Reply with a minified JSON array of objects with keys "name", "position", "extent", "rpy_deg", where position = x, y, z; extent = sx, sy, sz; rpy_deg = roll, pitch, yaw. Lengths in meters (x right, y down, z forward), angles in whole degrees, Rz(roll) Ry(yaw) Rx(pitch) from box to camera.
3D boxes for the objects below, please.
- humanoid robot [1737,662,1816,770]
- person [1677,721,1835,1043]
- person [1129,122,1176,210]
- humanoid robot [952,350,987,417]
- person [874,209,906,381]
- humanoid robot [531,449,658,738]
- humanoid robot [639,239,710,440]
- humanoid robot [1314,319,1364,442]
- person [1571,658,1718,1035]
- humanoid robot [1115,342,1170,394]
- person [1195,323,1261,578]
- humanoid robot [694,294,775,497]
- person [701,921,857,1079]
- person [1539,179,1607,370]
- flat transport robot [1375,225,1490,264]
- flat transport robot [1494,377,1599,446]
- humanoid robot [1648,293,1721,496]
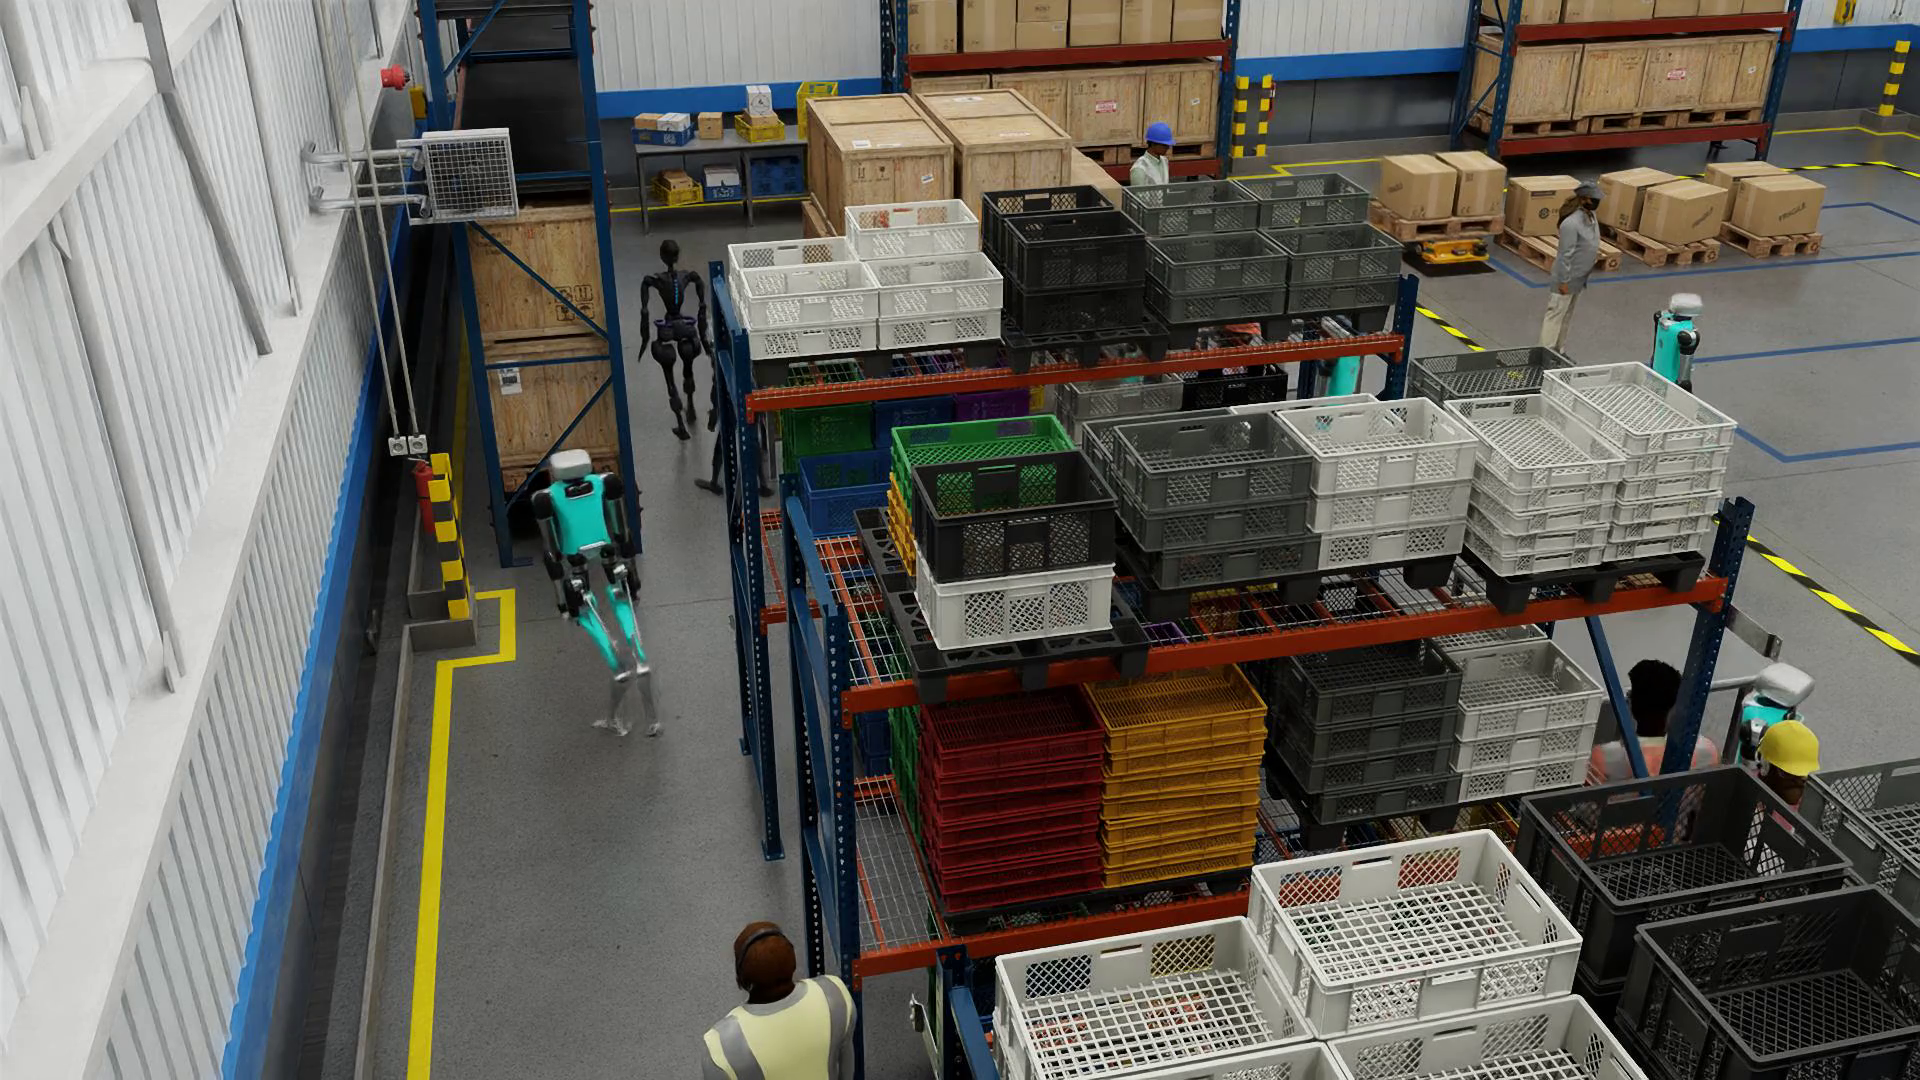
[{"name":"humanoid robot","position":[3.872,1.417,7.711],"extent":[0.736,1.722,0.531],"rpy_deg":[21,34,34]},{"name":"person","position":[3.479,1.587,7.354],"extent":[0.589,1.837,0.404],"rpy_deg":[0,28,1]},{"name":"person","position":[1.838,-3.076,16.097],"extent":[0.411,1.939,0.602],"rpy_deg":[17,32,29]},{"name":"humanoid robot","position":[-0.105,-0.473,11.488],"extent":[0.750,1.897,0.531],"rpy_deg":[19,33,32]},{"name":"person","position":[-0.530,-1.942,14.053],"extent":[0.872,1.827,0.655],"rpy_deg":[8,29,15]},{"name":"humanoid robot","position":[-2.070,0.394,9.729],"extent":[0.550,1.775,0.802],"rpy_deg":[-14,31,-25]},{"name":"humanoid robot","position":[-2.373,-1.679,13.735],"extent":[0.609,1.641,0.550],"rpy_deg":[-13,30,-22]},{"name":"humanoid robot","position":[2.476,-0.774,12.004],"extent":[0.754,1.839,0.549],"rpy_deg":[22,35,36]},{"name":"person","position":[3.050,1.428,7.539],"extent":[0.628,1.943,0.669],"rpy_deg":[-1,28,-2]},{"name":"humanoid robot","position":[1.341,-1.377,13.102],"extent":[0.760,1.807,0.561],"rpy_deg":[-20,34,-33]},{"name":"person","position":[1.802,-0.693,11.488],"extent":[0.446,2.030,0.618],"rpy_deg":[14,31,25]},{"name":"humanoid robot","position":[-1.732,-1.115,12.660],"extent":[0.614,1.635,0.612],"rpy_deg":[16,32,28]},{"name":"person","position":[-0.679,2.184,6.218],"extent":[0.633,1.839,0.429],"rpy_deg":[-19,33,-32]},{"name":"person","position":[5.476,-2.373,14.936],"extent":[0.396,1.770,0.563],"rpy_deg":[21,34,34]},{"name":"flat transport robot","position":[5.228,-3.379,18.427],"extent":[0.652,0.197,1.431],"rpy_deg":[-6,28,-12]},{"name":"flat transport robot","position":[4.780,-1.036,14.013],"extent":[0.659,0.231,1.431],"rpy_deg":[-6,28,-12]},{"name":"humanoid robot","position":[5.390,-1.003,12.235],"extent":[0.735,1.673,0.533],"rpy_deg":[-2,28,-3]}]
